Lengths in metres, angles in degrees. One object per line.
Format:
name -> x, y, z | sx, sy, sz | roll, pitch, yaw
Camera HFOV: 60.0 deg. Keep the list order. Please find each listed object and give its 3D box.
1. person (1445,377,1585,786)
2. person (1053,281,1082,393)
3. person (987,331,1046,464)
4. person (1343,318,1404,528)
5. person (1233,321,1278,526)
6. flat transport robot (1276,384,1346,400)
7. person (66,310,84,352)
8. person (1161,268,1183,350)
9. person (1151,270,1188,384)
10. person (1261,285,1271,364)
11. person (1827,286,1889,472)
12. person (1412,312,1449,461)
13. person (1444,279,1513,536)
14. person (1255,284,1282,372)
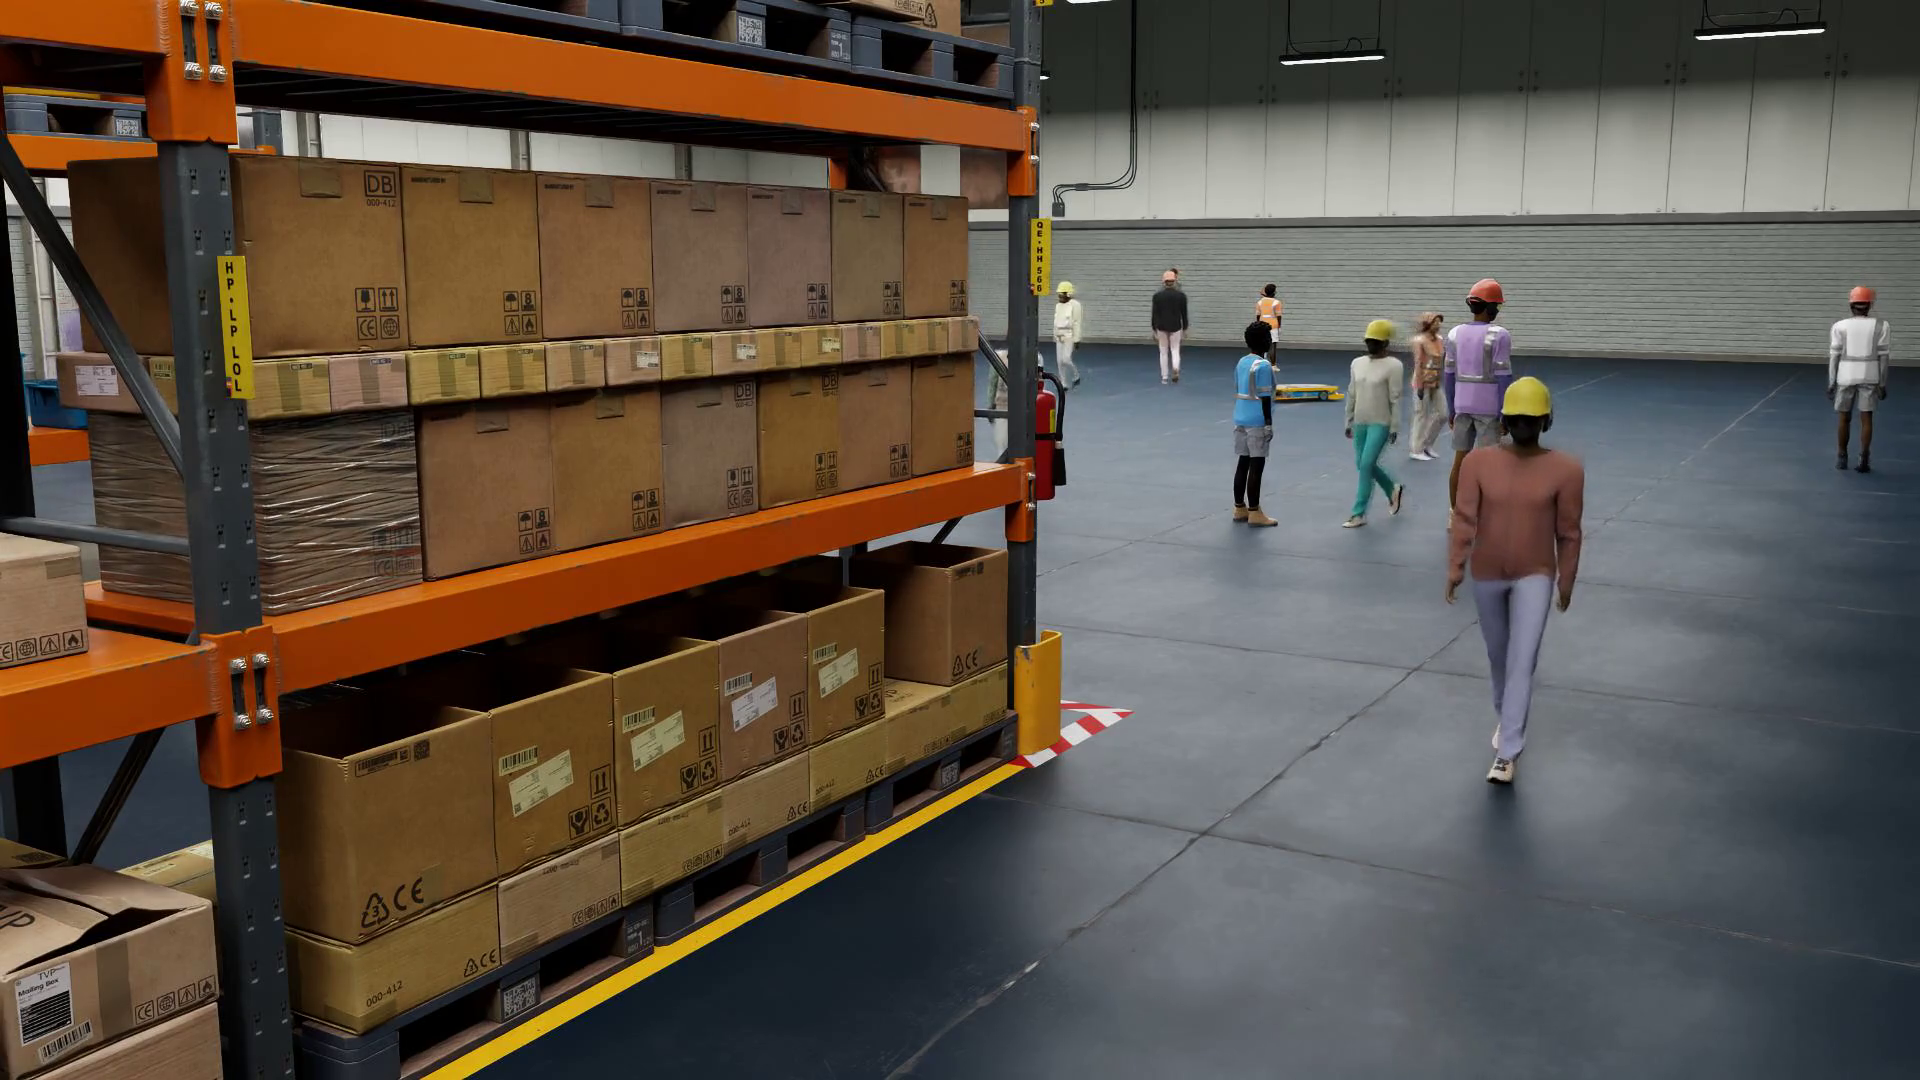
person -> 2.405, 0.150, 7.221 | 0.518, 1.718, 0.930 | 6, 11, 29
person -> 1.715, -3.290, 27.049 | 0.423, 1.813, 0.612 | -6, 12, -33
person -> 0.521, -1.168, 15.243 | 0.548, 1.592, 0.837 | 1, 10, 3
person -> 3.471, -0.979, 13.797 | 0.755, 1.733, 0.538 | -7, 12, -35
person -> 2.451, -0.964, 13.793 | 0.317, 1.696, 0.539 | -3, 10, -16
flat transport robot -> 5.159, -2.280, 25.664 | 1.431, 0.197, 0.652 | -3, 10, -19
person -> -9.535, -1.853, 18.446 | 0.647, 1.889, 0.521 | 3, 10, 15
person -> 5.016, -5.449, 39.337 | 0.370, 1.941, 0.627 | -6, 12, -33
person -> 3.634, -3.684, 28.873 | 0.637, 1.980, 0.561 | 0, 10, 0
person -> 6.372, -4.477, 34.543 | 0.279, 1.633, 0.506 | -1, 10, -4
person -> 9.297, -1.646, 17.226 | 0.585, 1.926, 0.731 | 5, 11, 27
person -> 5.111, -1.663, 18.089 | 0.537, 1.623, 0.385 | -8, 13, -40
person -> 4.152, -1.052, 13.294 | 0.374, 2.044, 0.605 | -7, 12, -36
person -> 5.940, -4.075, 31.991 | 0.537, 1.698, 0.320 | 7, 12, 37
